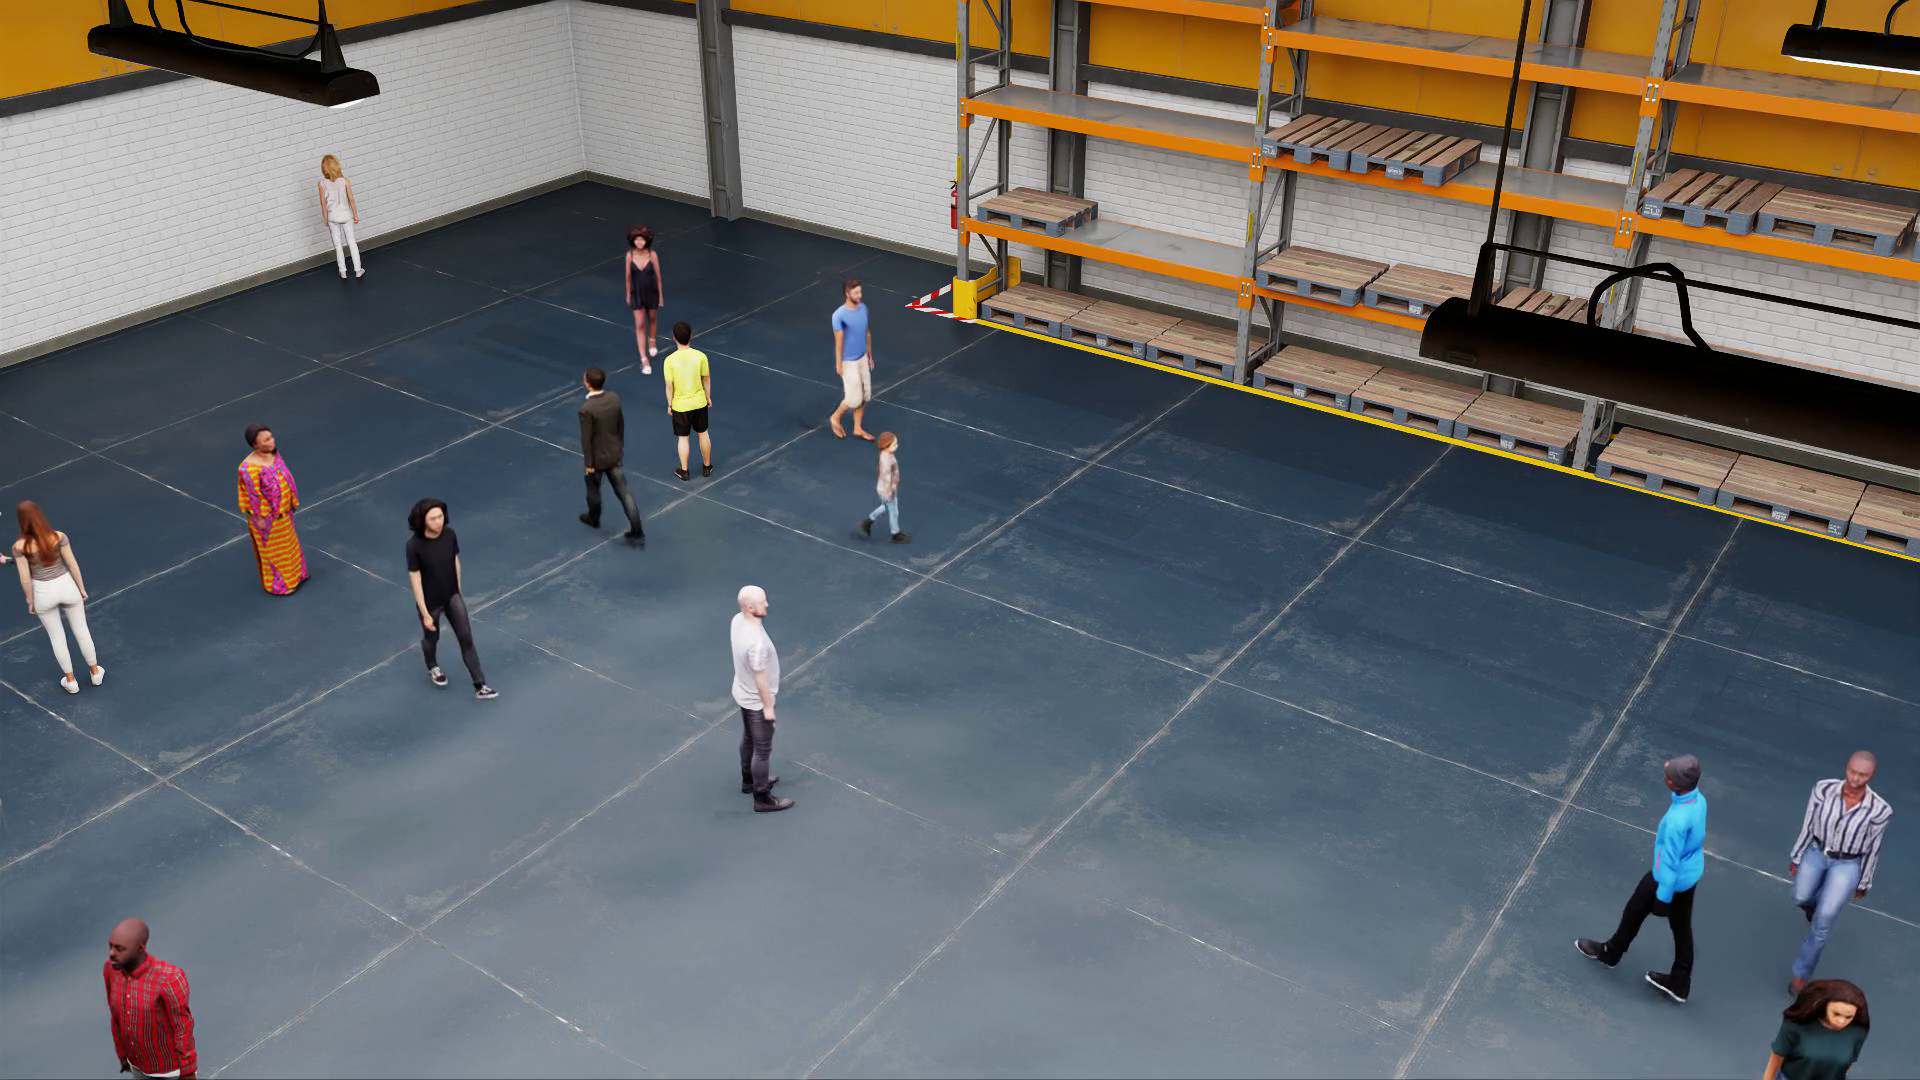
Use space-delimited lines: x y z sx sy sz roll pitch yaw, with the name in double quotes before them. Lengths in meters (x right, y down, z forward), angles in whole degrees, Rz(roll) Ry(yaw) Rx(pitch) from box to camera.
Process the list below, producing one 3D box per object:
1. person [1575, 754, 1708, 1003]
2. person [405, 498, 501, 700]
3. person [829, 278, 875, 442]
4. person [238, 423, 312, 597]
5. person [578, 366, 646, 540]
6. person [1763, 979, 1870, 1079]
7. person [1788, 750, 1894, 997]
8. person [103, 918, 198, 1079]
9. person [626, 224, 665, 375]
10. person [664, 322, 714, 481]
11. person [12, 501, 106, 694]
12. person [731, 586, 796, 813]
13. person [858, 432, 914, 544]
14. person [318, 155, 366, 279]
"person" 4.579 2.173 10.468 1.013 1.764 0.748 25 37 37
"person" -4.309 0.454 13.588 0.793 1.793 1.189 -25 37 -38
"person" -1.214 -1.964 17.960 0.711 1.851 0.639 20 34 32
"person" -6.238 -0.304 15.108 0.786 1.668 0.755 5 29 10
"person" -3.341 -0.794 15.905 1.150 1.764 0.765 22 36 35
"person" 4.676 2.967 9.211 0.963 1.574 0.813 11 30 19
"person" 5.599 2.057 10.669 0.950 1.775 0.744 21 35 33
"person" -4.434 2.822 9.219 0.633 1.820 0.791 8 30 15
"person" -3.749 -2.905 19.807 1.044 1.734 1.144 -7 29 -12
"person" -2.790 -1.440 17.149 0.703 1.708 0.723 -10 30 -18
"person" -7.421 0.460 13.649 0.657 1.724 0.624 -19 34 -31
"person" -1.516 1.150 12.270 0.818 1.834 0.716 -11 30 -19
"person" -0.734 -0.508 15.986 0.816 1.185 0.731 -2 29 -3
"person" -8.442 -4.396 22.609 0.694 1.670 0.732 -8 30 -15
